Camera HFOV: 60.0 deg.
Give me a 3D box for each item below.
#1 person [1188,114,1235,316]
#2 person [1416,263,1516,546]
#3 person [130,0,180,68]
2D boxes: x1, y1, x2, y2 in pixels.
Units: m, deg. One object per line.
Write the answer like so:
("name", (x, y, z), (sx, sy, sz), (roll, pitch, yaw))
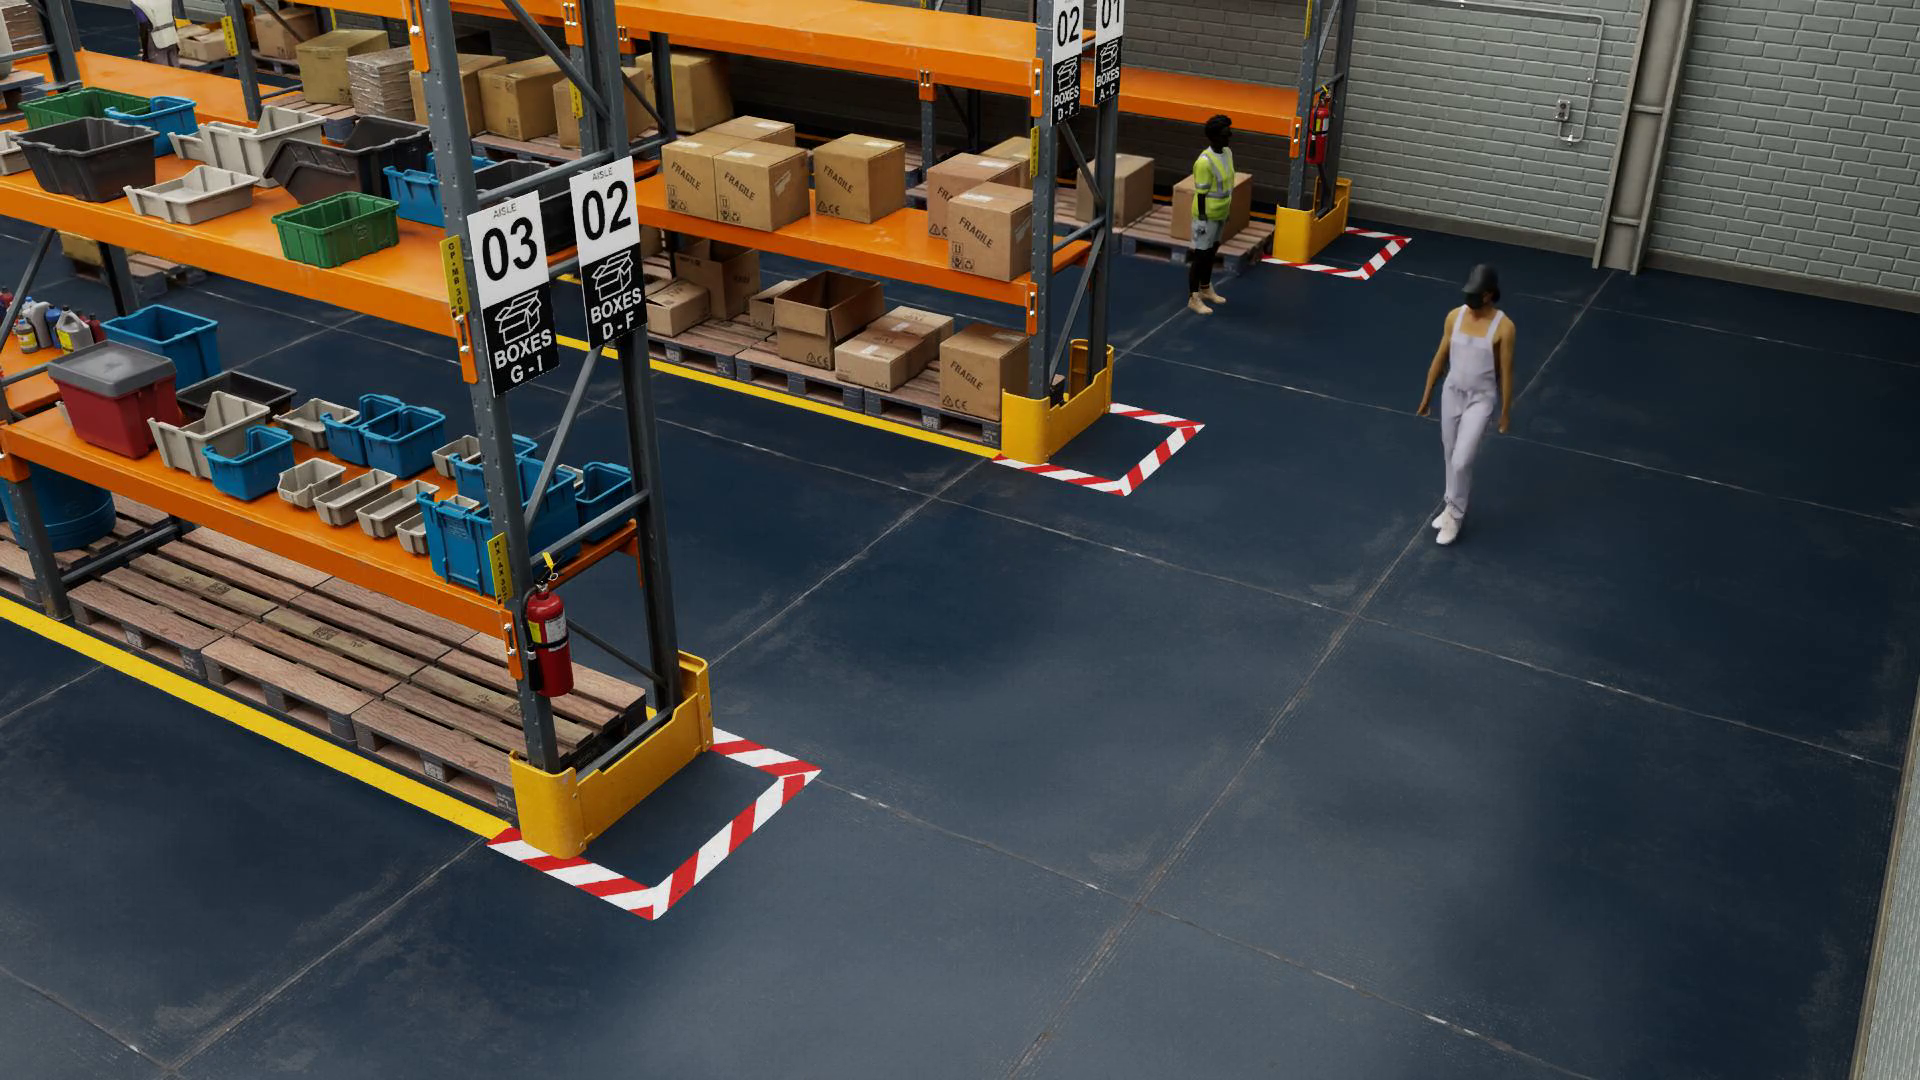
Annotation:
("person", (2.143, -2.770, 14.135), (0.317, 1.696, 0.537), (17, 33, 28))
("person", (3.172, -0.851, 10.539), (0.639, 1.842, 0.563), (-25, 37, -37))
("person", (-9.256, -5.718, 19.273), (0.391, 1.846, 0.564), (9, 30, 16))
